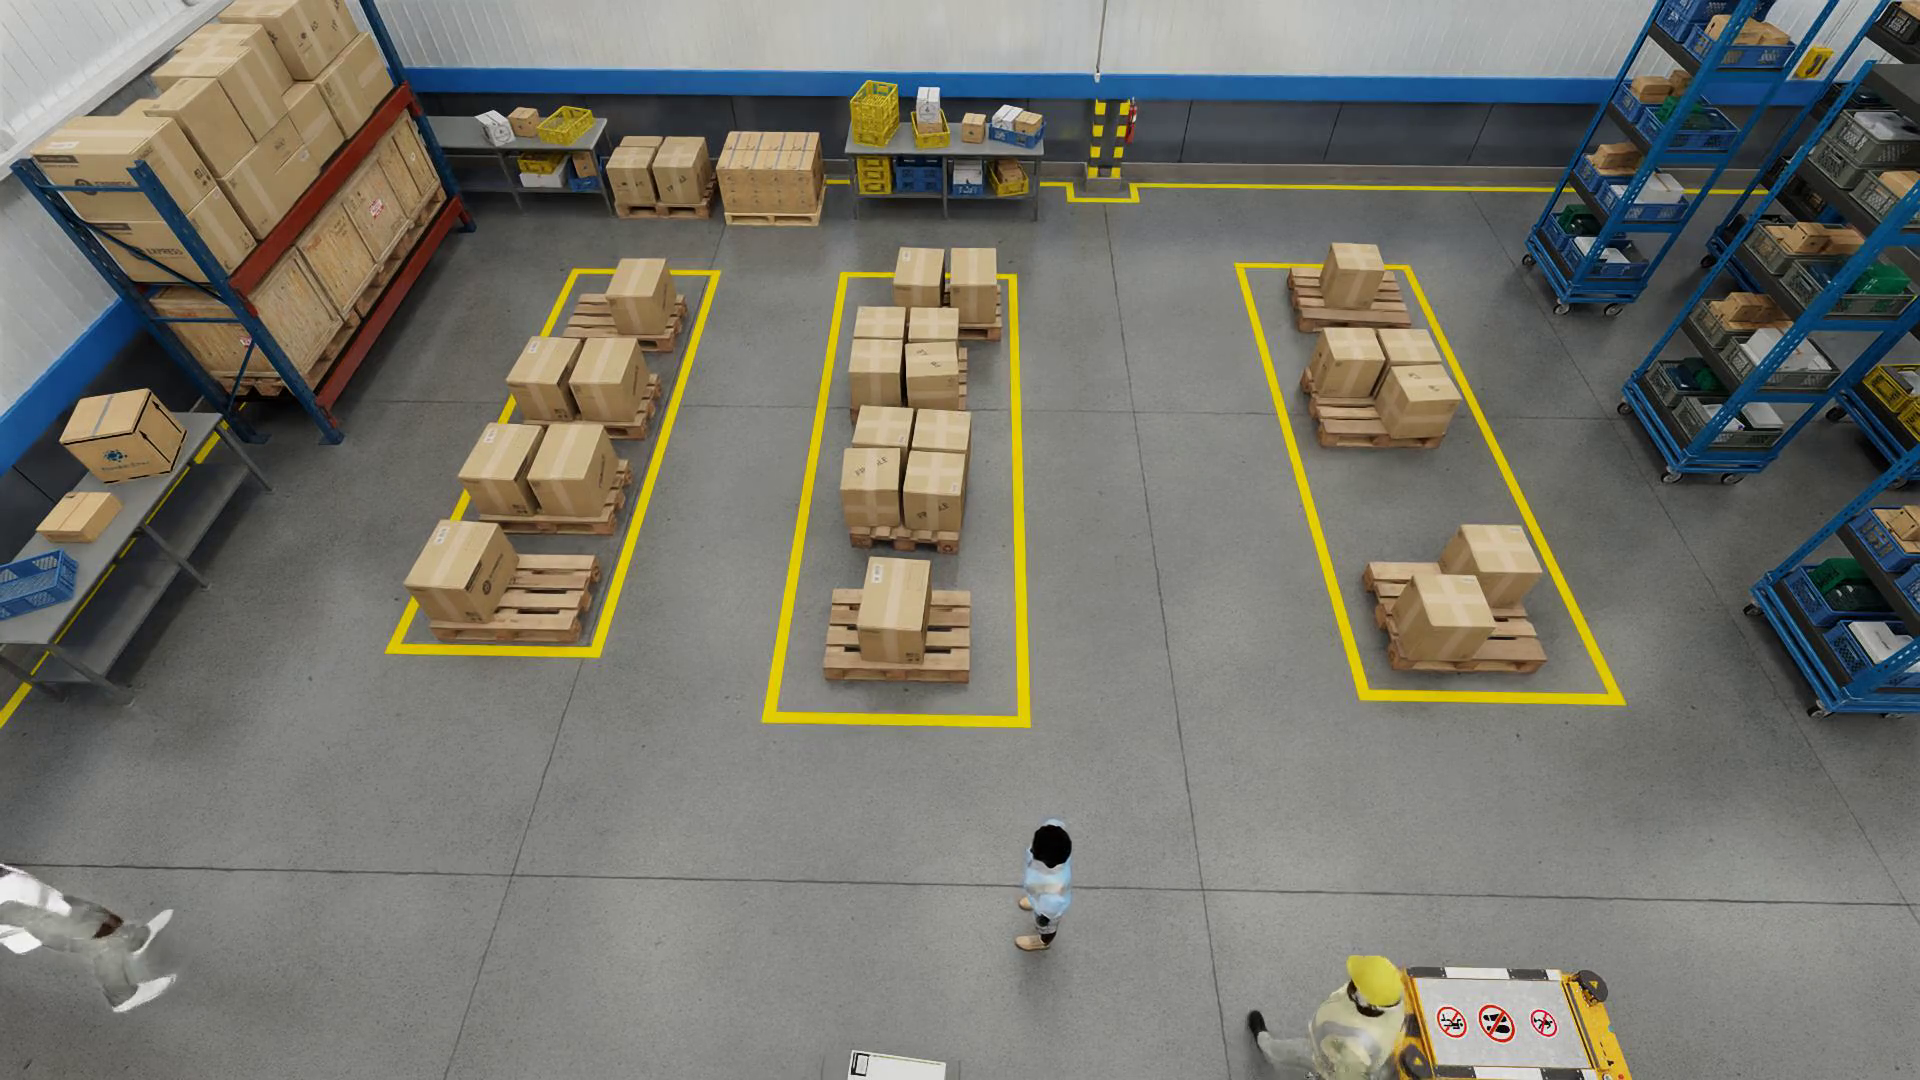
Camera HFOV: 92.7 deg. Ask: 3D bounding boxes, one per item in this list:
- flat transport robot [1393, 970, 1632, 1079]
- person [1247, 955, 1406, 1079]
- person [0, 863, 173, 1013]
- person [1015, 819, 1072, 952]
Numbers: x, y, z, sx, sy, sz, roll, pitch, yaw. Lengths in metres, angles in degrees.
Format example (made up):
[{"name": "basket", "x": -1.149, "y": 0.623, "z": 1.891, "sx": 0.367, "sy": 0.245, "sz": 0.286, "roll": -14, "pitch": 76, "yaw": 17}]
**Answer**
[{"name": "flat transport robot", "x": 3.501, "y": 3.133, "z": 5.914, "sx": 1.431, "sy": 0.197, "sz": 0.652, "roll": 1, "pitch": 51, "yaw": 1}, {"name": "person", "x": 2.162, "y": 2.849, "z": 5.192, "sx": 0.617, "sy": 1.770, "sz": 0.787, "roll": -34, "pitch": 58, "yaw": -24}, {"name": "person", "x": -5.565, "y": 2.306, "z": 5.558, "sx": 0.650, "sy": 1.896, "sz": 0.538, "roll": 23, "pitch": 54, "yaw": 18}, {"name": "person", "x": 0.543, "y": 2.189, "z": 5.774, "sx": 0.319, "sy": 1.694, "sz": 0.535, "roll": 4, "pitch": 51, "yaw": 3}]
